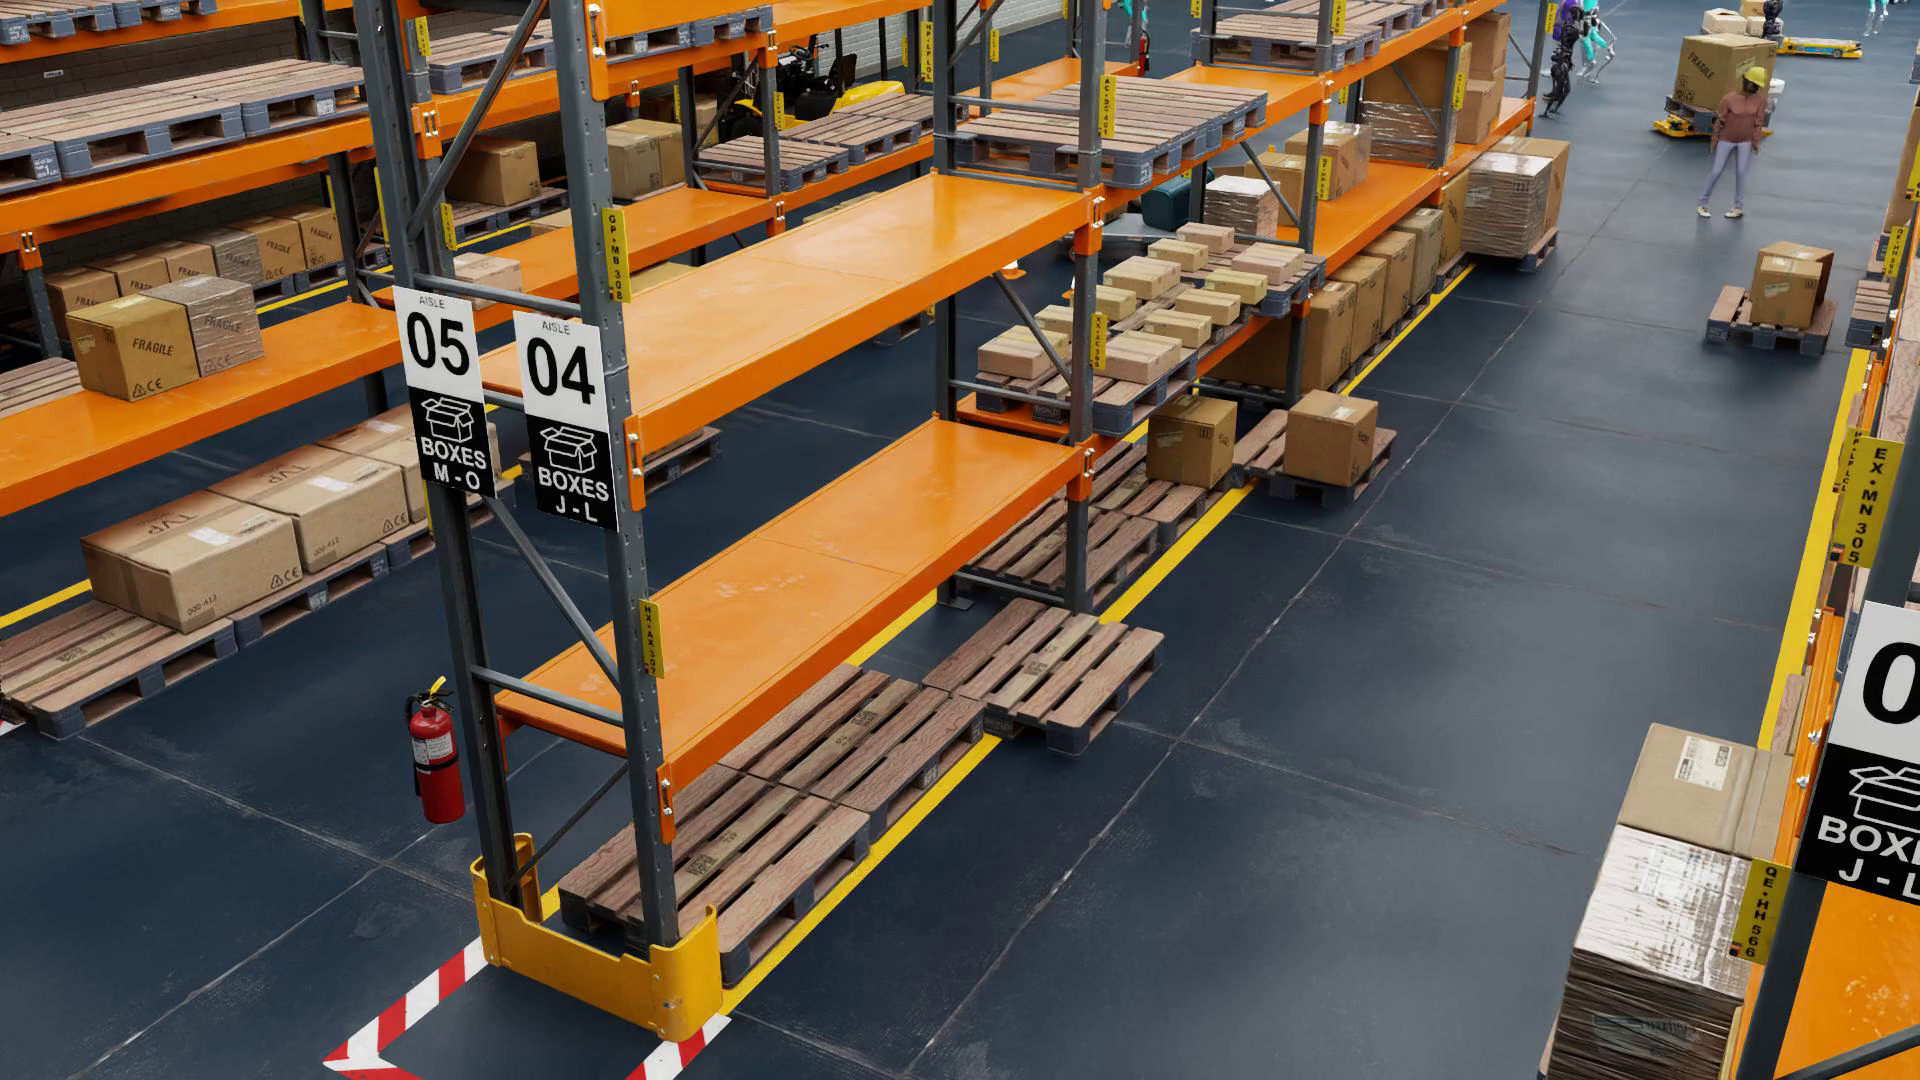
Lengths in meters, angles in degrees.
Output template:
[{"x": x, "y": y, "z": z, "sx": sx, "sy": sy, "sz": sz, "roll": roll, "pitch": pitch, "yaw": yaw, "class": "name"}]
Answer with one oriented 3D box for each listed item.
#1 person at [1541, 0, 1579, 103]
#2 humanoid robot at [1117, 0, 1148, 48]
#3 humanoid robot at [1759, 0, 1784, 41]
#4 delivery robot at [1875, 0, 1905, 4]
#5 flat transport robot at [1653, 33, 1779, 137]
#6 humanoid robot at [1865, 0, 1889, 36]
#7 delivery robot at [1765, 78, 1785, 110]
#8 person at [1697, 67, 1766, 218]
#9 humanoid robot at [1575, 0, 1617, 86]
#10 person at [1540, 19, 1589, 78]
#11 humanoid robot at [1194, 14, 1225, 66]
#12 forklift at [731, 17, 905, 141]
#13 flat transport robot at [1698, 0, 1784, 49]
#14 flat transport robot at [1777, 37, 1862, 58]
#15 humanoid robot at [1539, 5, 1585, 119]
[{"x": 9.176, "y": -7.665, "z": 25.317, "sx": 0.361, "sy": 1.961, "sz": 0.614, "roll": 8, "pitch": 27, "yaw": 16, "class": "person"}, {"x": 3.136, "y": -9.702, "z": 29.808, "sx": 0.530, "sy": 1.781, "sz": 0.697, "roll": 20, "pitch": 32, "yaw": 36, "class": "humanoid robot"}, {"x": 12.804, "y": -8.046, "z": 26.446, "sx": 0.567, "sy": 1.639, "sz": 0.613, "roll": 7, "pitch": 27, "yaw": 15, "class": "humanoid robot"}, {"x": 19.794, "y": -11.685, "z": 35.312, "sx": 0.809, "sy": 0.611, "sz": 0.499, "roll": -16, "pitch": 30, "yaw": -29, "class": "delivery robot"}, {"x": 10.652, "y": -5.869, "z": 23.536, "sx": 1.431, "sy": 0.231, "sz": 0.659, "roll": 0, "pitch": 26, "yaw": 0, "class": "flat transport robot"}, {"x": 17.323, "y": -10.331, "z": 31.184, "sx": 0.530, "sy": 1.806, "sz": 0.805, "roll": 0, "pitch": 26, "yaw": 0, "class": "humanoid robot"}, {"x": 11.987, "y": -6.764, "z": 25.075, "sx": 0.773, "sy": 0.602, "sz": 0.522, "roll": -3, "pitch": 26, "yaw": -6, "class": "delivery robot"}, {"x": 8.937, "y": -4.584, "z": 19.175, "sx": 0.550, "sy": 1.733, "sz": 0.408, "roll": 1, "pitch": 26, "yaw": 3, "class": "person"}, {"x": 10.151, "y": -8.057, "z": 26.461, "sx": 0.552, "sy": 1.811, "sz": 0.848, "roll": -20, "pitch": 32, "yaw": -35, "class": "humanoid robot"}, {"x": 10.053, "y": -8.498, "z": 27.180, "sx": 1.046, "sy": 1.855, "sz": 0.608, "roll": -12, "pitch": 28, "yaw": -23, "class": "person"}, {"x": 3.497, "y": -6.466, "z": 23.156, "sx": 0.610, "sy": 1.648, "sz": 0.339, "roll": 15, "pitch": 29, "yaw": 28, "class": "humanoid robot"}, {"x": -1.819, "y": -5.975, "z": 21.543, "sx": 2.313, "sy": 2.155, "sz": 1.214, "roll": 14, "pitch": 29, "yaw": 26, "class": "forklift"}, {"x": 13.752, "y": -8.697, "z": 29.414, "sx": 0.659, "sy": 0.231, "sz": 1.431, "roll": 5, "pitch": 26, "yaw": 10, "class": "flat transport robot"}, {"x": 15.187, "y": -8.725, "z": 29.471, "sx": 1.431, "sy": 0.231, "sz": 0.659, "roll": 11, "pitch": 28, "yaw": 21, "class": "flat transport robot"}, {"x": 8.750, "y": -6.944, "z": 24.161, "sx": 0.414, "sy": 1.636, "sz": 0.607, "roll": 16, "pitch": 30, "yaw": 29, "class": "humanoid robot"}]
